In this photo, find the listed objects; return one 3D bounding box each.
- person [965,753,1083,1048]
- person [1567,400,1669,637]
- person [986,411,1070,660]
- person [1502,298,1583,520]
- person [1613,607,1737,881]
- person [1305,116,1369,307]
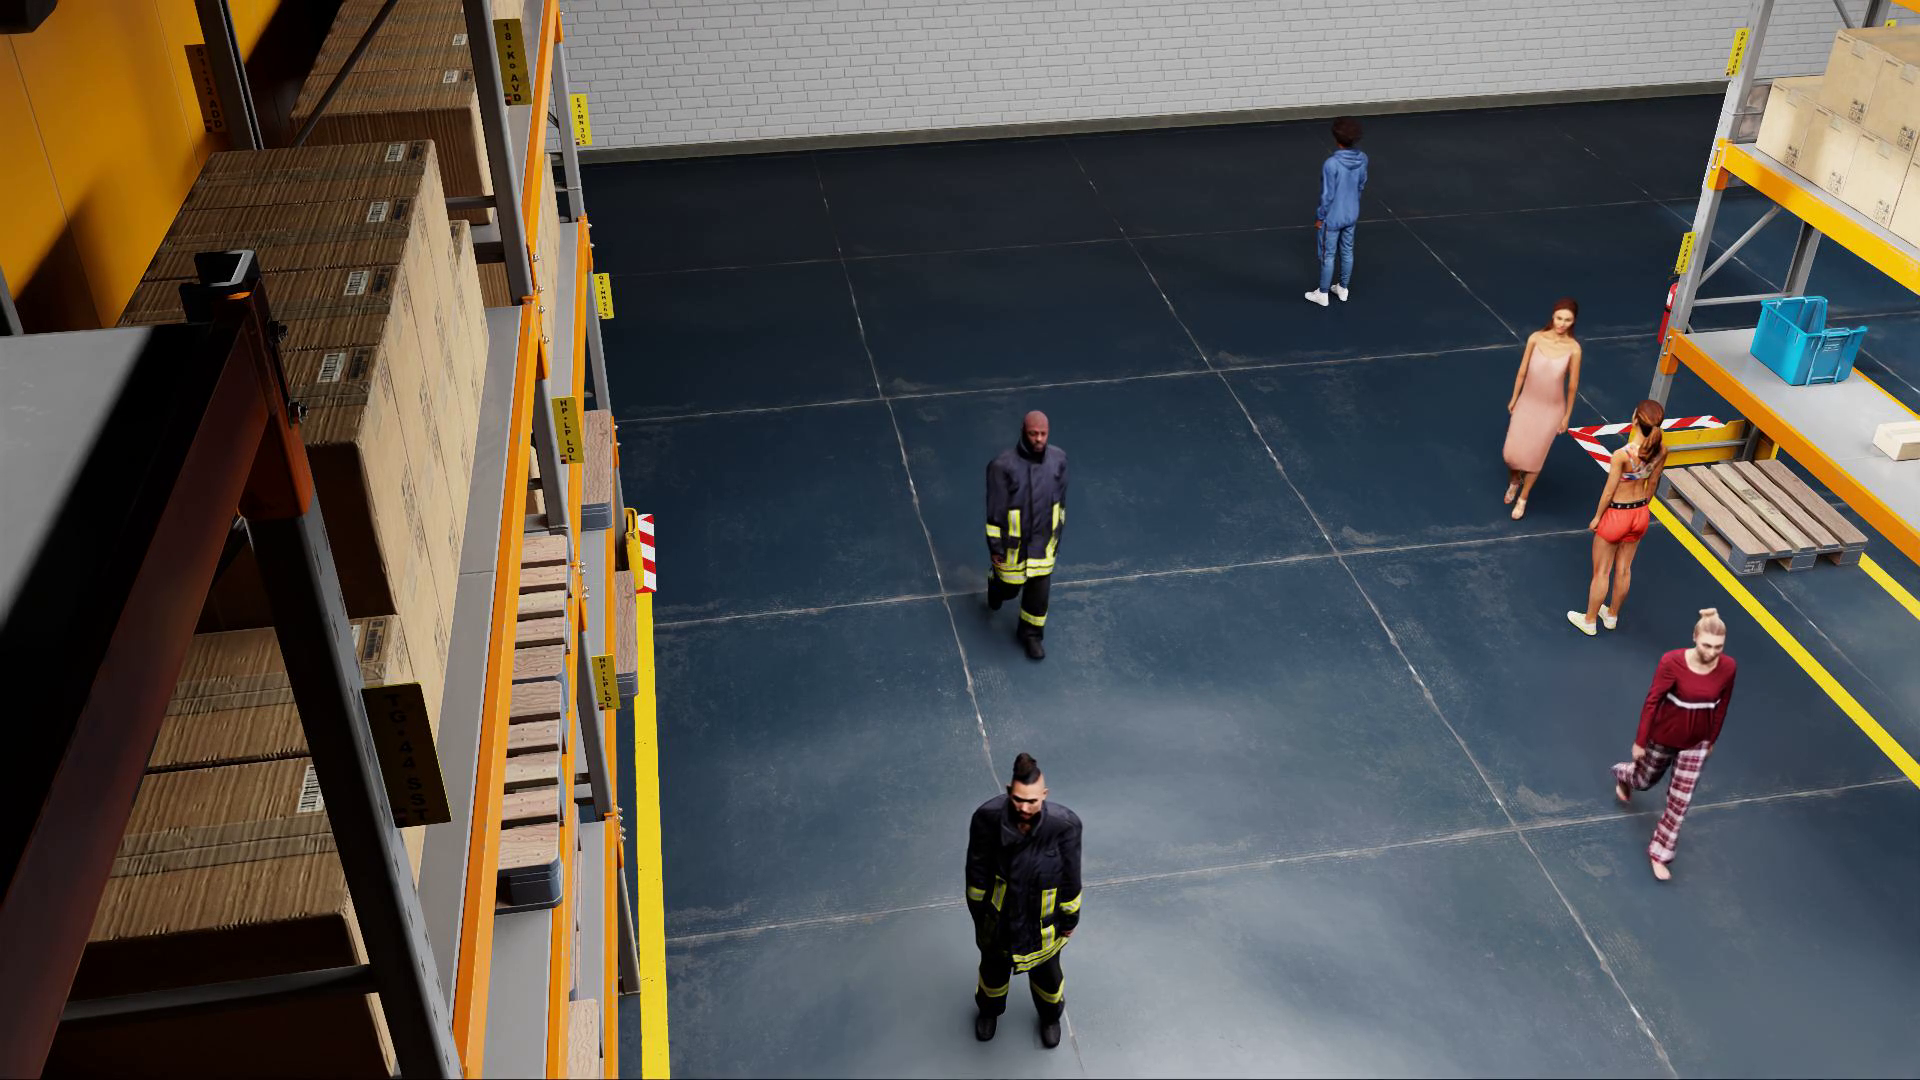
[{"bbox_3d":[0.320,1.783,8.293,0.829,1.859,0.805,5,34,7],"label":"person"},{"bbox_3d":[4.486,-0.144,11.251,0.584,1.792,0.583,-9,35,-13],"label":"person"},{"bbox_3d":[0.405,-0.098,11.166,0.817,1.810,1.025,-10,35,-15],"label":"person"},{"bbox_3d":[4.390,-1.015,12.533,0.741,1.825,0.791,18,38,25],"label":"person"},{"bbox_3d":[4.076,1.083,9.511,0.787,1.675,1.075,2,34,4],"label":"person"},{"bbox_3d":[3.572,-3.097,15.682,0.737,1.805,0.667,-16,37,-22],"label":"person"}]
